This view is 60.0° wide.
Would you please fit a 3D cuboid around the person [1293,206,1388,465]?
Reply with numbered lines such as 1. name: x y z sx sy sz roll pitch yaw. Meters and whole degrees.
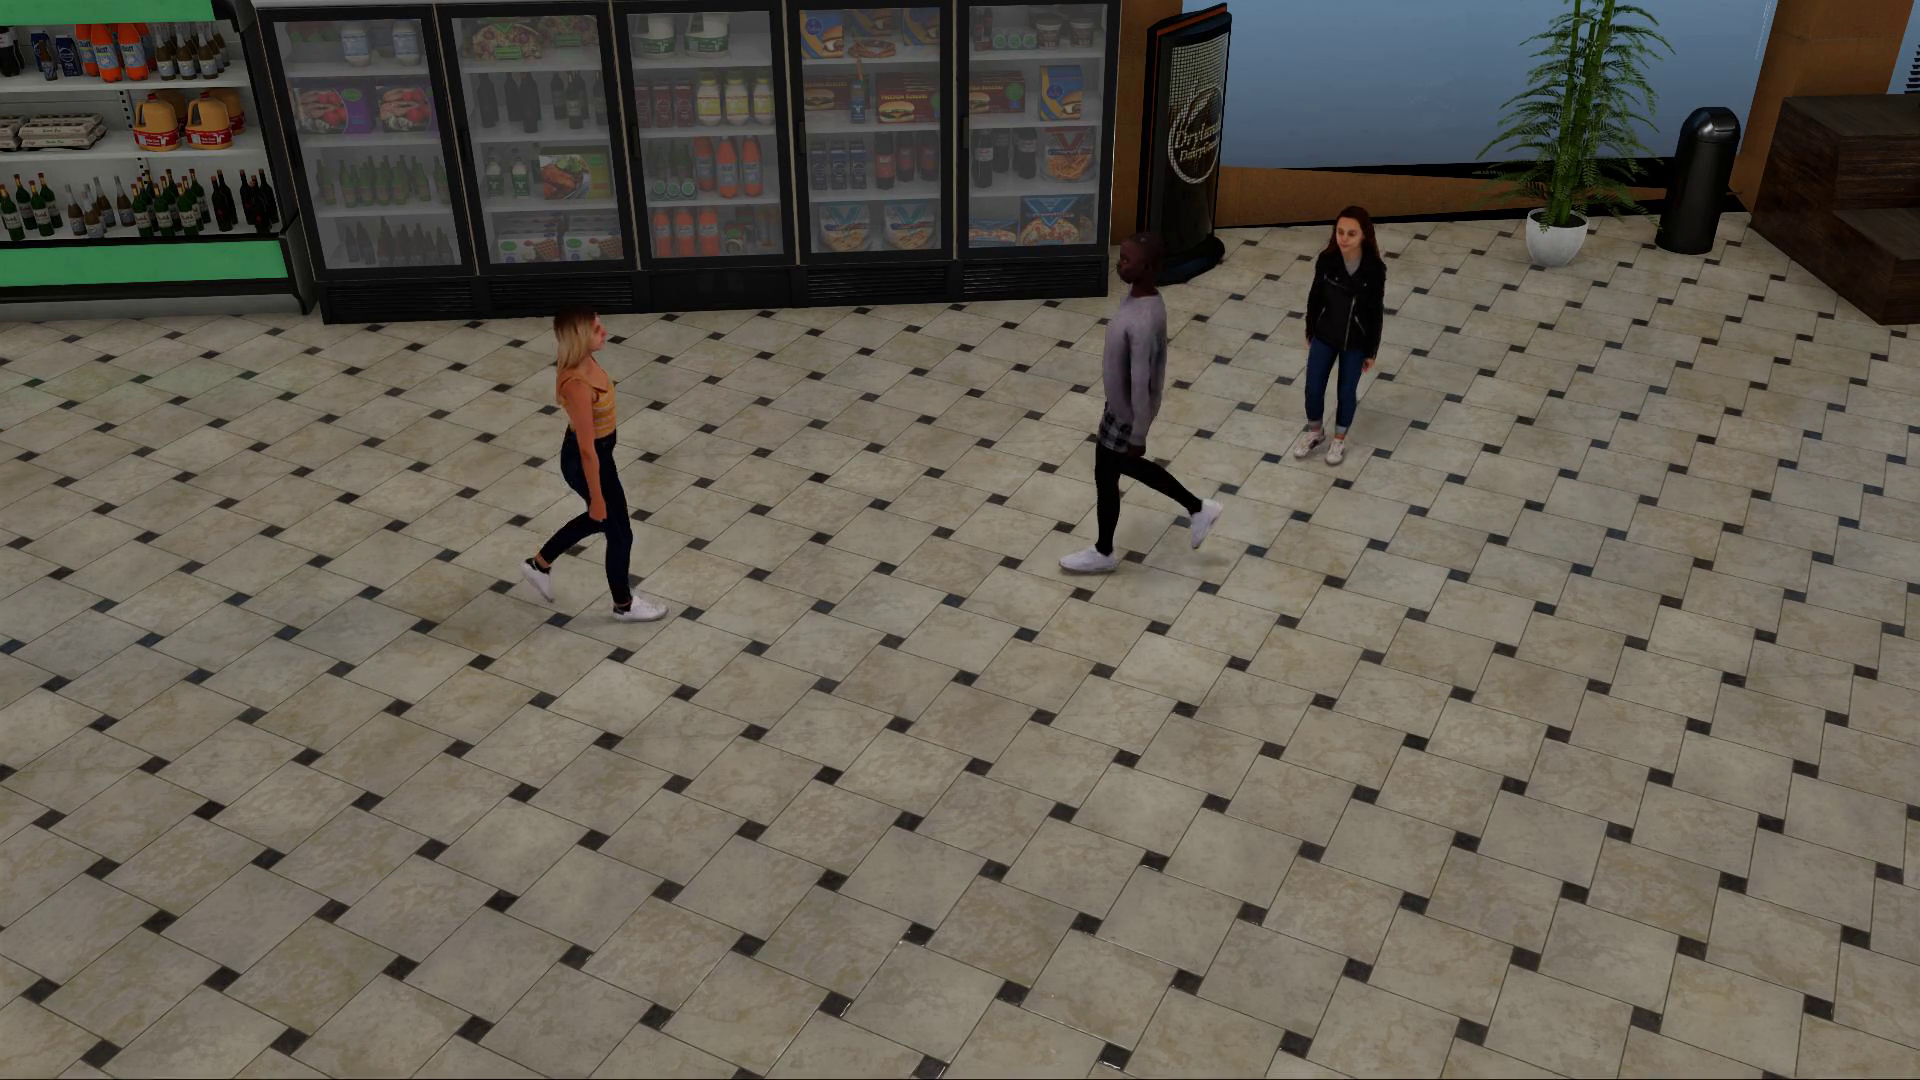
1. person: 2.062 -1.112 8.876 0.615 1.471 0.718 13 34 20

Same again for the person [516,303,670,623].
1. person: -1.710 -0.312 7.452 0.913 1.619 0.637 -7 33 -11

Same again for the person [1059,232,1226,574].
1. person: 0.893 -0.609 7.802 1.060 1.753 0.724 1 32 2
